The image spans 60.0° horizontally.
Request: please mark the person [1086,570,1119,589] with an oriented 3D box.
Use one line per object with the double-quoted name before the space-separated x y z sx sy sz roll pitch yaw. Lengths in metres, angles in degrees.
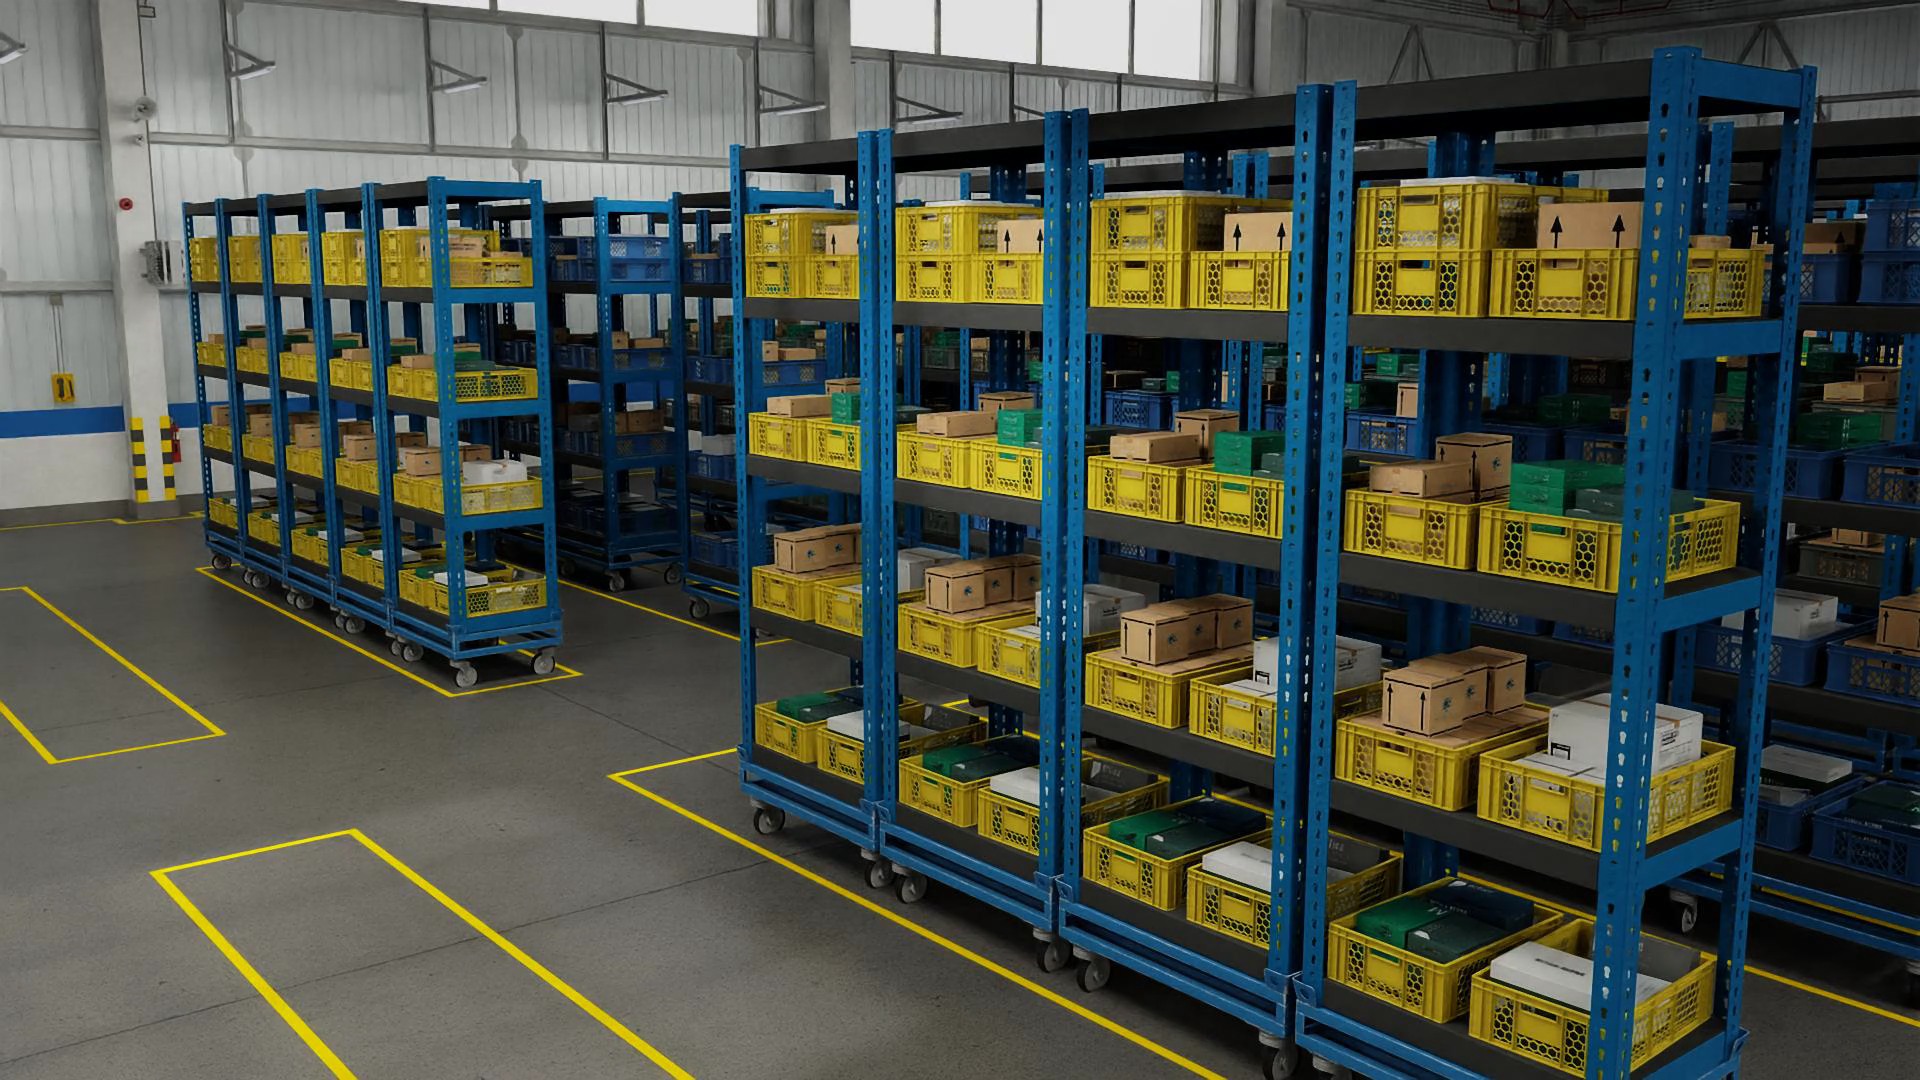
"person" 1.054 0.049 12.196 0.506 1.911 0.693 5 11 29
